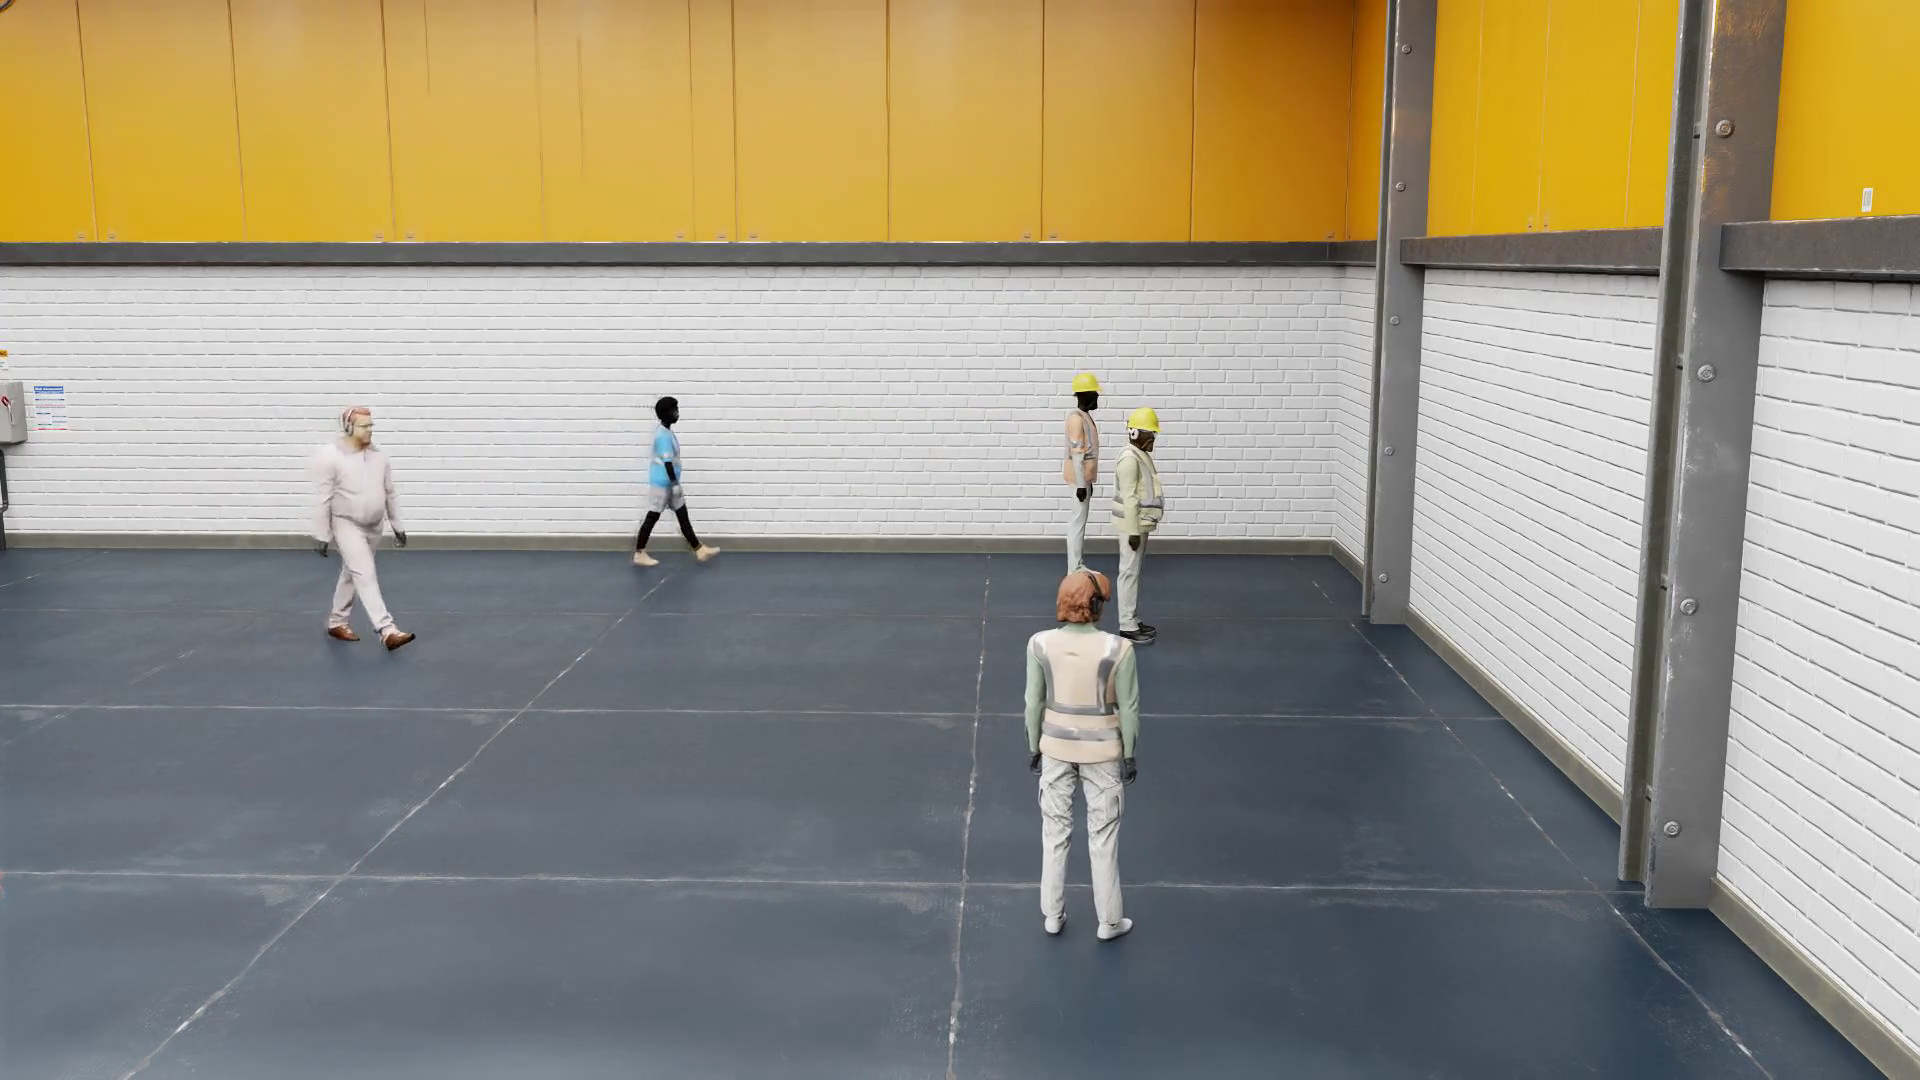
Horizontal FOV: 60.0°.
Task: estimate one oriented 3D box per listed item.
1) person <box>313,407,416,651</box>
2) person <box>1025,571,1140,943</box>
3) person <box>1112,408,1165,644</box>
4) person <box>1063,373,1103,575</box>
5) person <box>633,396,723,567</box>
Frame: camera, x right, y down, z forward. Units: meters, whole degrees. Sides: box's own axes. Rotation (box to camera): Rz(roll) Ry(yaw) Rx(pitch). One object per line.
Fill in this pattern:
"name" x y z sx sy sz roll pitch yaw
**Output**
"person" -4.550 -0.090 12.716 1.047 1.851 0.661 5 11 27
"person" 0.531 0.947 7.277 0.514 1.637 0.314 4 10 22
"person" 1.391 -0.120 12.975 0.404 1.826 0.587 2 10 13
"person" 1.133 -0.577 15.338 0.355 1.930 0.587 1 10 9
"person" -2.770 -0.556 16.020 0.877 1.643 0.550 -1 10 -4
